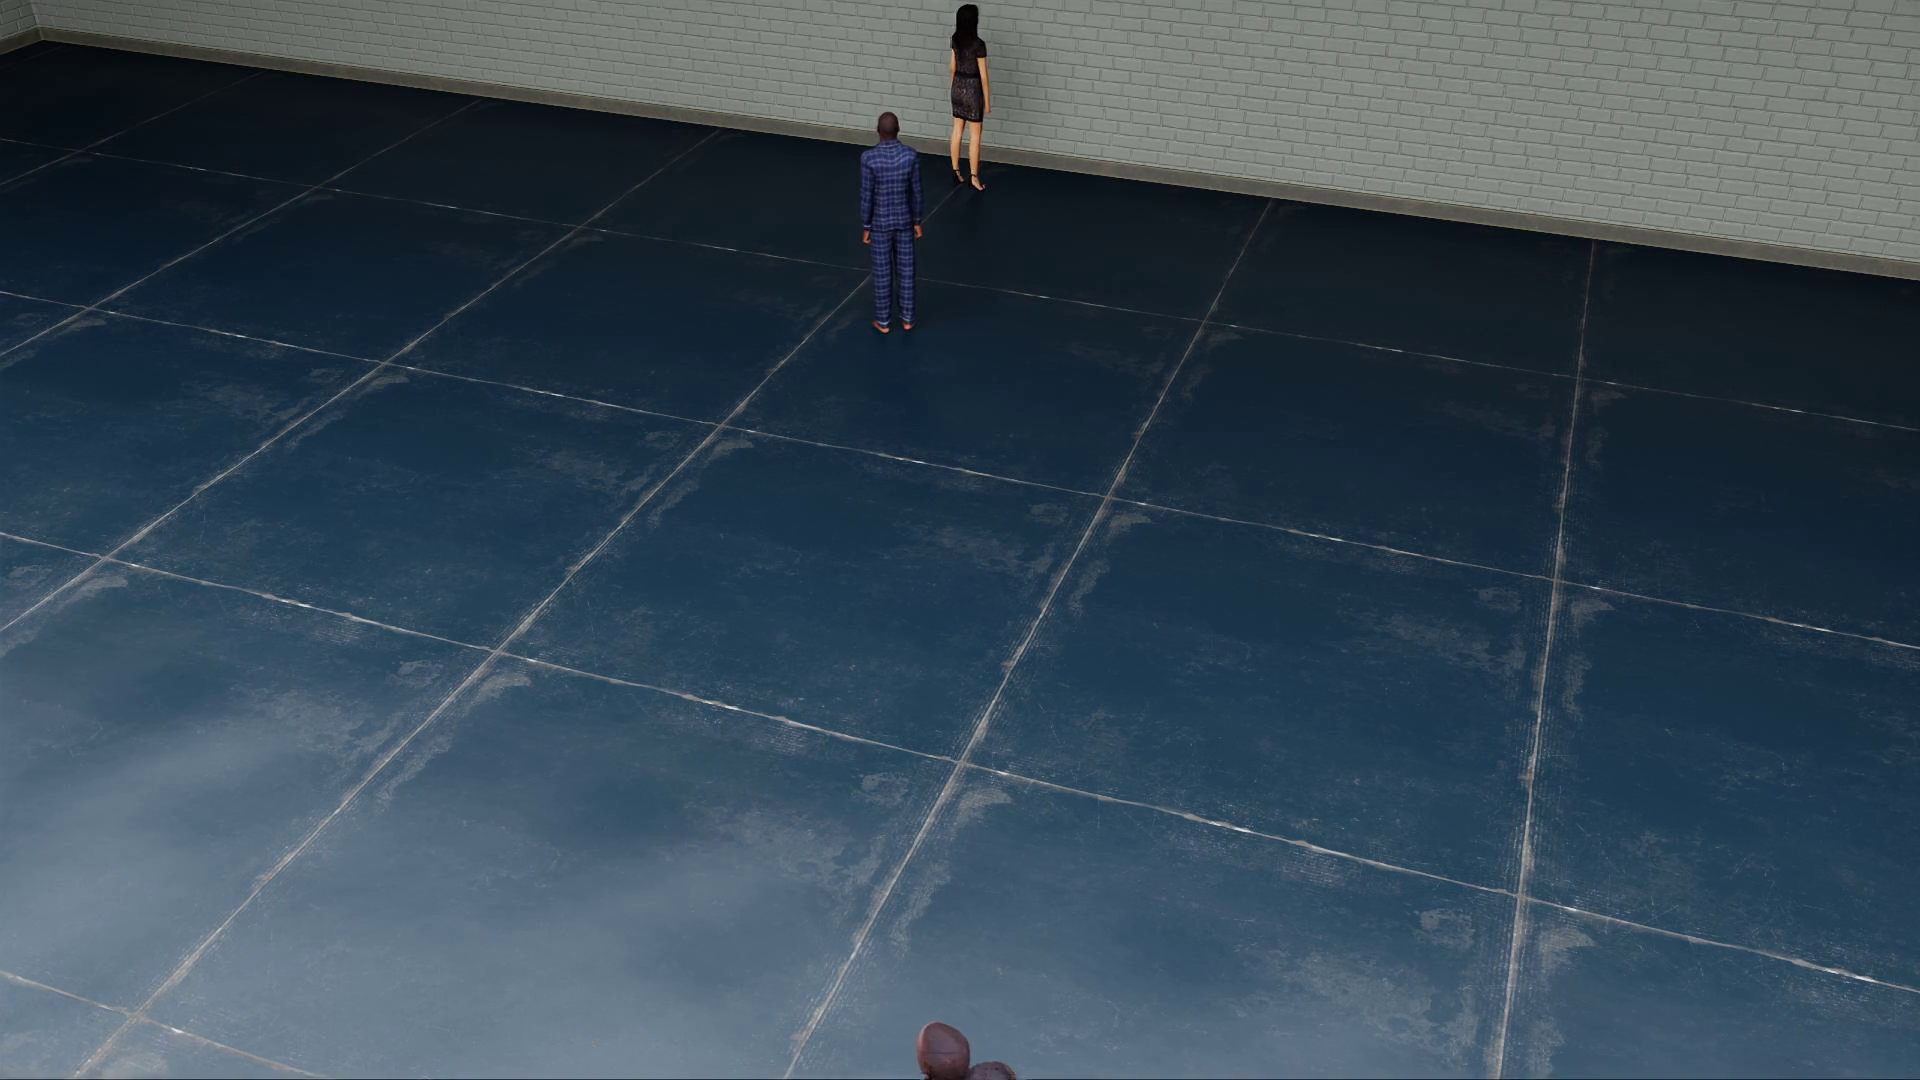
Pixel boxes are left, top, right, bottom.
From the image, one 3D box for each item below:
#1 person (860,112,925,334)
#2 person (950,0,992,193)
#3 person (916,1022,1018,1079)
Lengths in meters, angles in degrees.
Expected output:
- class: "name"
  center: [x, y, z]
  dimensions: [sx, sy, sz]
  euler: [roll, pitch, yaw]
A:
- class: "person"
  center: [-0.561, -2.555, 13.389]
  dimensions: [0.773, 1.824, 0.784]
  euler: [-7, 34, -10]
- class: "person"
  center: [0.066, -4.272, 16.059]
  dimensions: [0.661, 1.790, 0.620]
  euler: [23, 39, 31]
- class: "person"
  center: [0.027, 2.387, 5.796]
  dimensions: [1.054, 1.817, 1.062]
  euler: [-22, 39, -30]
